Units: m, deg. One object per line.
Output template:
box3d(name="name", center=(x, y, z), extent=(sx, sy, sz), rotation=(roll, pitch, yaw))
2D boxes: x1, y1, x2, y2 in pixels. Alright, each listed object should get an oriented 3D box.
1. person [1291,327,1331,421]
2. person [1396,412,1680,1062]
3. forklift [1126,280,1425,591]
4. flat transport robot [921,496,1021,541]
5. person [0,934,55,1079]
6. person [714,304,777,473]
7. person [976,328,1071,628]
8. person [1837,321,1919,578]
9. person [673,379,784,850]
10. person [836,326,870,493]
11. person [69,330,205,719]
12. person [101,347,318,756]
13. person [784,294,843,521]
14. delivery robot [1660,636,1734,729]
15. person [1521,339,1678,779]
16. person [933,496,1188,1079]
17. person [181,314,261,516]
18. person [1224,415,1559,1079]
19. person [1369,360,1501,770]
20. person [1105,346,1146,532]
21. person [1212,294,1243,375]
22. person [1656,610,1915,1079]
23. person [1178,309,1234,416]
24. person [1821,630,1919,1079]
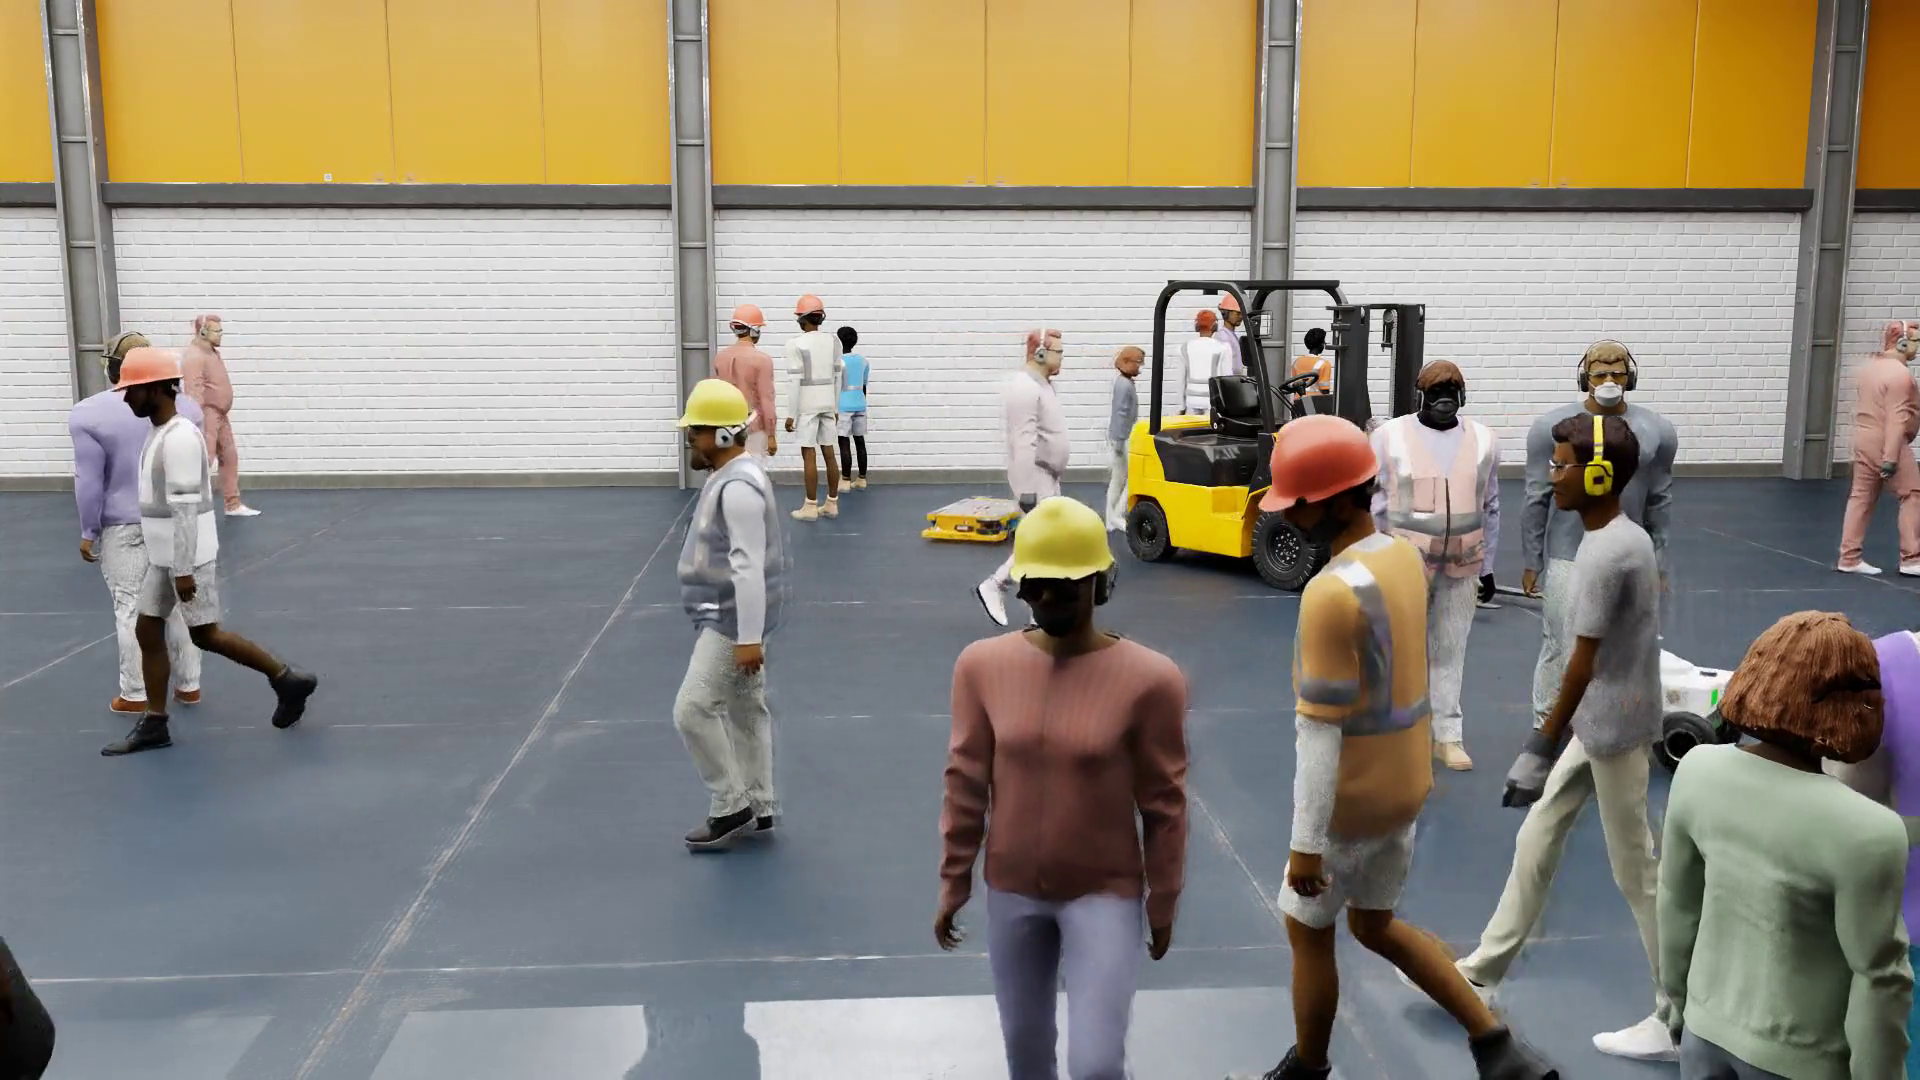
box3d(name="person", center=(3.550, -1.300, 16.831), extent=(0.321, 1.691, 0.532), rotation=(-5, 10, -30))
box3d(name="person", center=(1.705, 0.561, 4.693), extent=(0.926, 1.825, 0.542), rotation=(3, 10, 18))
box3d(name="forklift", center=(2.301, -0.860, 12.475), extent=(1.214, 2.155, 2.313), rotation=(-6, 11, -35))
box3d(name="flat transport robot", center=(0.212, -0.192, 14.301), extent=(0.652, 0.197, 1.431), rotation=(3, 10, 18))
box3d(name="person", center=(-2.020, 0.721, 3.251), extent=(0.528, 1.975, 0.616), rotation=(-5, 10, -27))
box3d(name="person", center=(-1.687, -0.880, 13.252), extent=(0.617, 1.987, 0.403), rotation=(7, 11, 36))
box3d(name="person", center=(0.441, -0.362, 10.291), extent=(0.516, 1.890, 0.666), rotation=(2, 9, 14))
box3d(name="person", center=(6.908, -0.656, 12.195), extent=(0.791, 1.882, 0.648), rotation=(1, 9, 3))
box3d(name="person", center=(-0.936, 0.295, 6.397), extent=(0.512, 1.816, 0.625), rotation=(-2, 9, -10))
box3d(name="person", center=(-1.143, -1.332, 16.993), extent=(0.320, 1.698, 0.531), rotation=(8, 12, 40))
box3d(name="person", center=(-4.100, -0.076, 8.356), extent=(0.367, 1.940, 0.634), rotation=(9, 13, 44))
box3d(name="person", center=(-3.566, 0.041, 7.801), extent=(0.892, 1.902, 0.557), rotation=(-7, 11, -37))
box3d(name="person", center=(-1.338, -1.193, 15.042), extent=(0.606, 2.045, 0.389), rotation=(-8, 12, -42))
box3d(name="delivery robot", center=(3.162, 0.679, 7.653), extent=(0.707, 0.478, 0.477), rotation=(7, 12, 38))
box3d(name="person", center=(2.771, 0.098, 7.263), extent=(0.635, 1.938, 0.354), rotation=(1, 9, 7))
box3d(name="person", center=(0.217, 0.773, 3.630), extent=(0.533, 1.755, 0.388), rotation=(4, 10, 23))
box3d(name="person", center=(-6.898, -1.113, 15.093), extent=(0.823, 1.875, 0.645), rotation=(-1, 9, -9))
box3d(name="person", center=(1.053, 0.630, 4.116), extent=(0.788, 1.888, 0.582), rotation=(6, 11, 34))
box3d(name="person", center=(2.109, 0.119, 7.439), extent=(0.624, 1.844, 0.429), rotation=(0, 9, -2))
box3d(name="person", center=(1.431, -0.854, 14.261), extent=(0.408, 1.612, 0.518), rotation=(0, 9, 2))
box3d(name="person", center=(2.715, -1.470, 16.792), extent=(0.396, 2.038, 0.611), rotation=(3, 9, 16))
box3d(name="person", center=(1.468, 0.931, 2.994), extent=(0.274, 1.630, 0.507), rotation=(-3, 10, -20))
box3d(name="person", center=(2.421, -1.324, 16.378), extent=(0.582, 1.878, 0.351), rotation=(5, 11, 30))
box3d(name="person", center=(1.980, 0.785, 3.358), extent=(0.572, 1.818, 0.904), rotation=(-1, 9, -9))
